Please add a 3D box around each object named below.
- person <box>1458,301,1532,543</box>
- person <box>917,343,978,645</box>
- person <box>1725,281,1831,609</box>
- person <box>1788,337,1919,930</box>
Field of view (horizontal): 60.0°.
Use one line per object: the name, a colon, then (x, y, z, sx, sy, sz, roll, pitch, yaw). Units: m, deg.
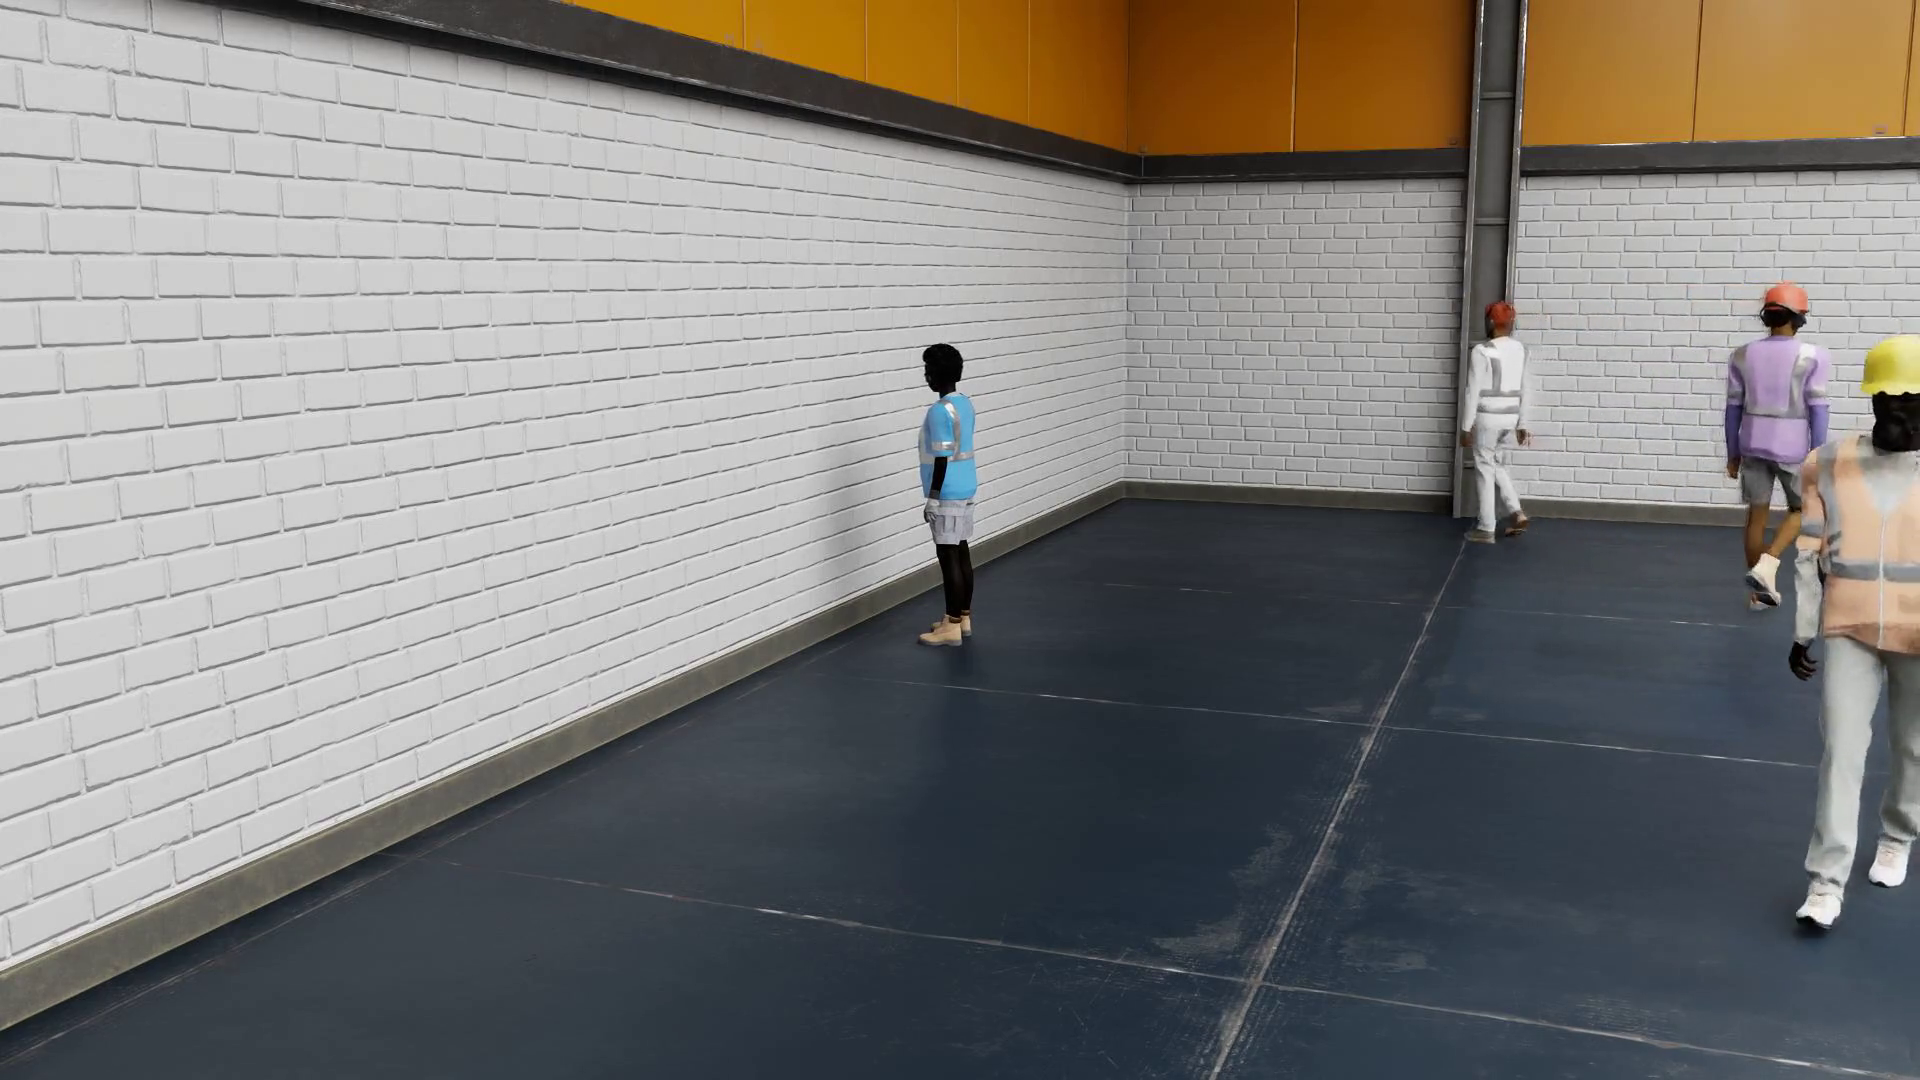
person: (4.106, -0.899, 12.841, 0.580, 1.874, 0.409, -6, 11, -32)
person: (-0.071, -0.255, 9.347, 0.319, 1.693, 0.532, 3, 9, 15)
person: (4.995, -0.559, 10.198, 0.480, 2.030, 0.640, -8, 12, -40)
person: (3.003, 0.285, 5.389, 0.604, 1.871, 0.980, 7, 11, 38)
